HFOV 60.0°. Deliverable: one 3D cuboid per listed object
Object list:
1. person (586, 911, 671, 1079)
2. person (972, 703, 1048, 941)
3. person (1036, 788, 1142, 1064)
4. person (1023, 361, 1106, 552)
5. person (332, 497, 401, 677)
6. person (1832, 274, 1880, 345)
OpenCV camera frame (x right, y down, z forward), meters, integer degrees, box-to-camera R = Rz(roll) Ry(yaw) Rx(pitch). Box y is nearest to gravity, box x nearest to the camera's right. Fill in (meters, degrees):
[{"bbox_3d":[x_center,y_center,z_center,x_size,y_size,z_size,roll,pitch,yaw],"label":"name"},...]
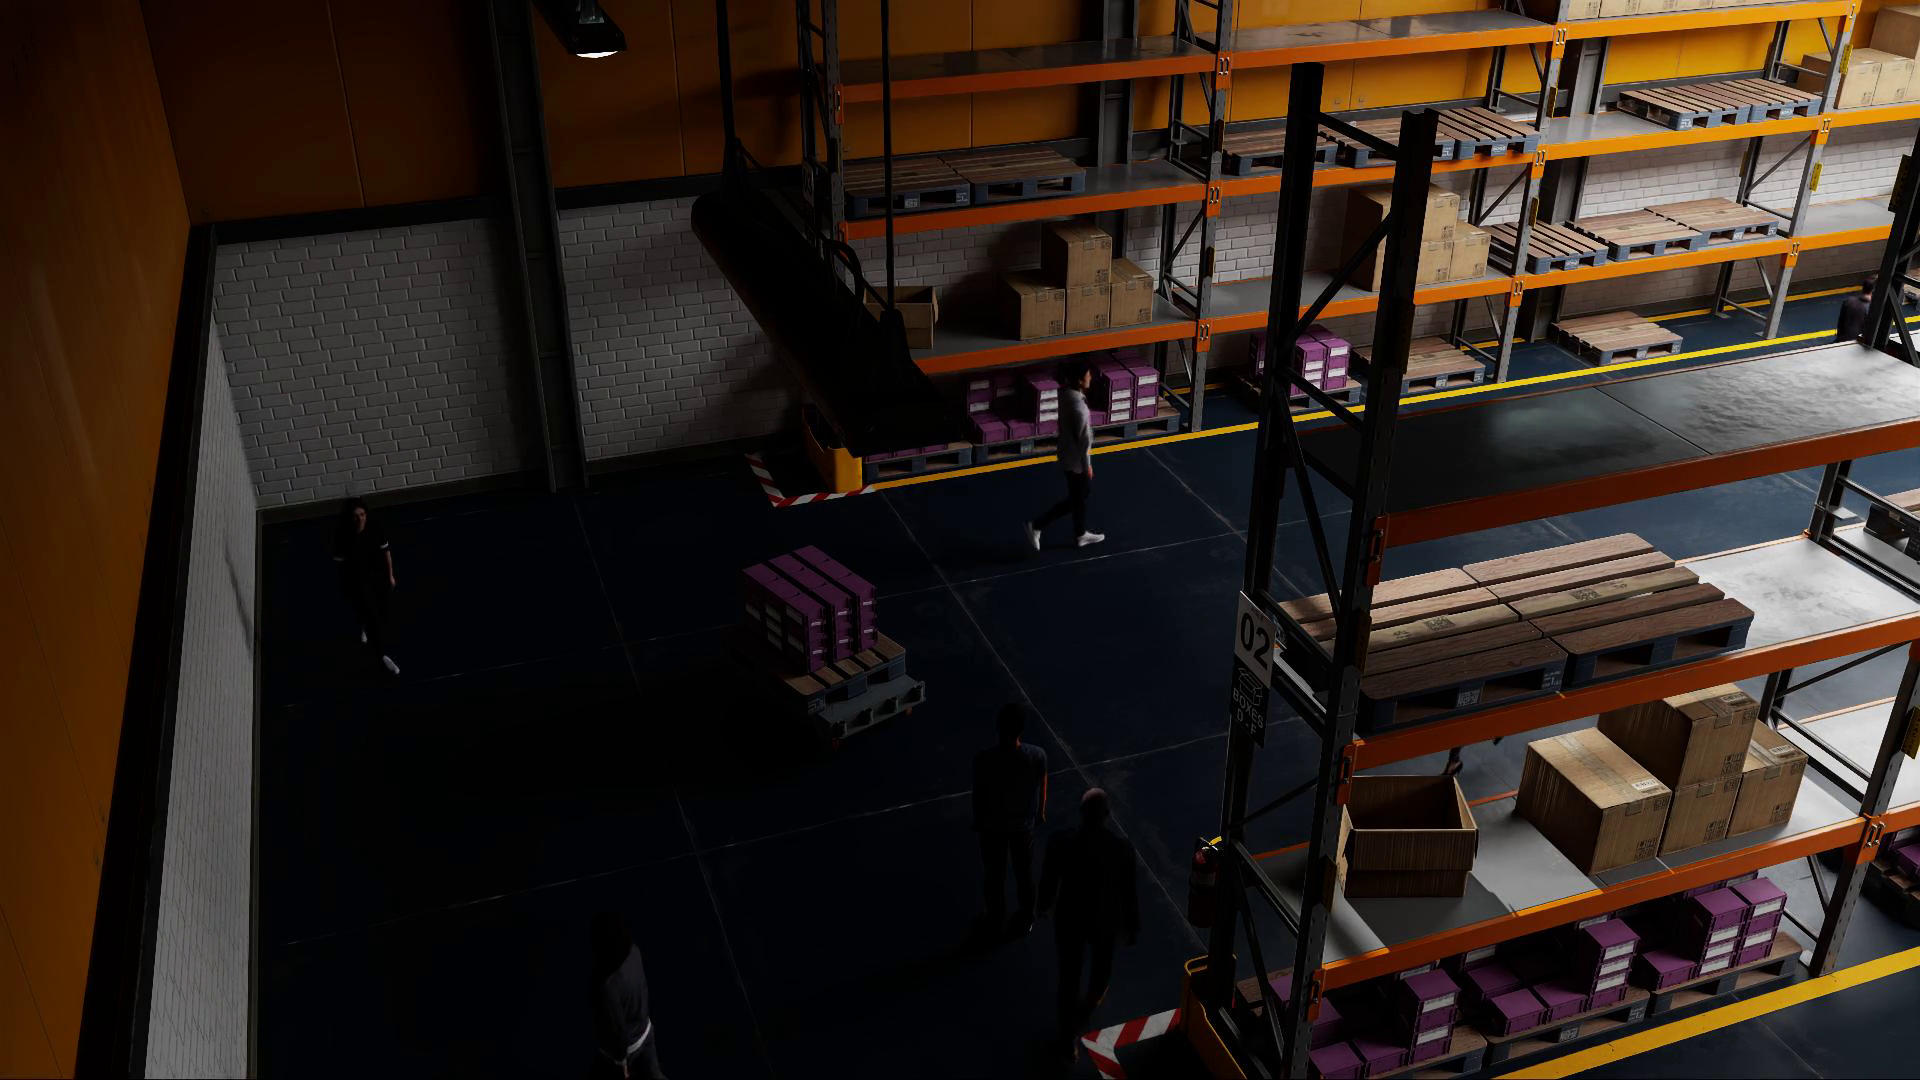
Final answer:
[{"bbox_3d":[-1.778,2.779,9.249,1.189,1.725,1.011,6,29,11],"label":"person"},{"bbox_3d":[0.323,1.840,10.882,0.529,1.810,0.738,-5,29,-10],"label":"person"},{"bbox_3d":[0.760,2.354,9.970,1.087,1.782,1.094,0,29,-1],"label":"person"},{"bbox_3d":[0.979,-0.735,15.504,1.120,1.905,0.791,-6,29,-10],"label":"person"},{"bbox_3d":[-4.963,0.329,13.852,0.980,1.619,0.887,-20,34,-32],"label":"person"},{"bbox_3d":[9.482,-1.954,17.849,1.159,1.799,0.787,-15,32,-25],"label":"person"}]
